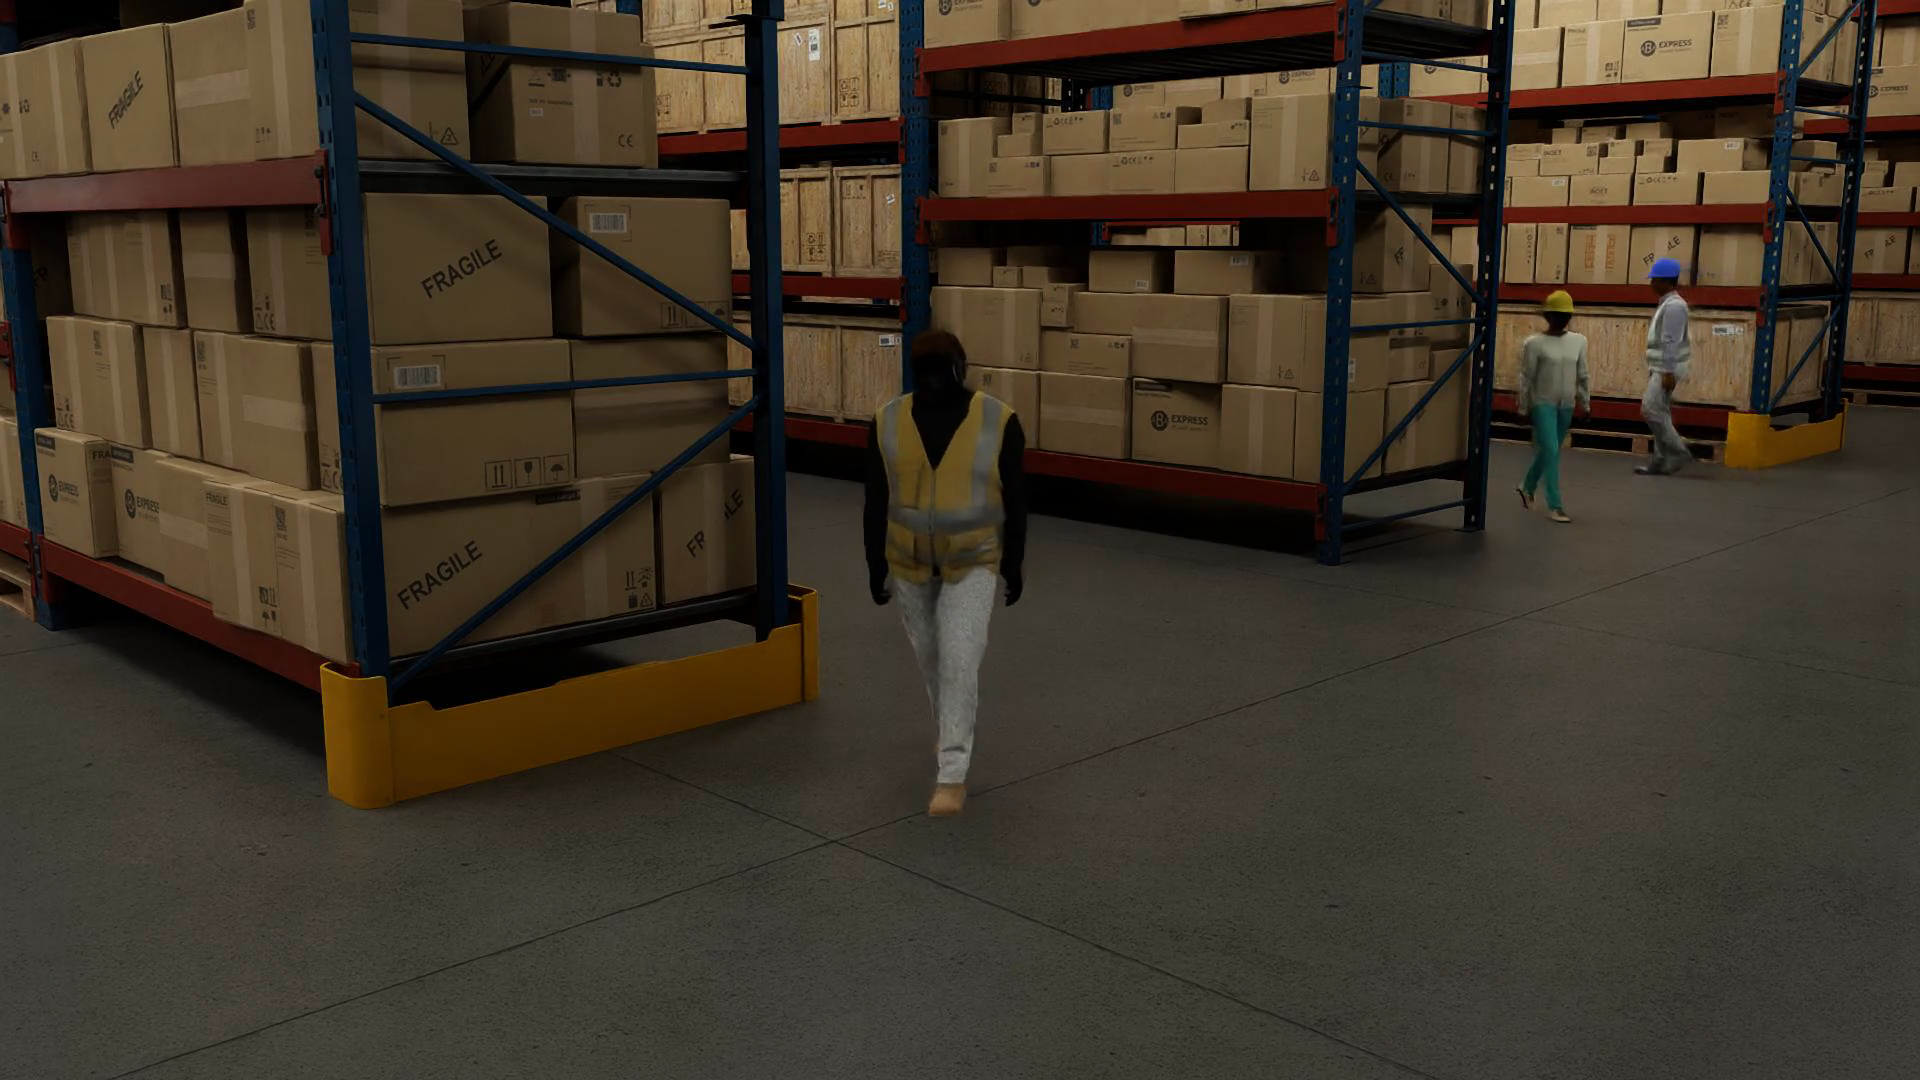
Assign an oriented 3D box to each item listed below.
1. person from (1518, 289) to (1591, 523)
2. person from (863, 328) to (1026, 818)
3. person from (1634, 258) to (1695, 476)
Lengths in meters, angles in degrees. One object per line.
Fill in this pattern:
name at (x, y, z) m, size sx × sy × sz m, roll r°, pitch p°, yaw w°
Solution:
person at (4.488, -1.038, 12.653) m, size 0.528 × 1.734 × 0.837 m, roll -3°, pitch 11°, yaw -14°
person at (-0.057, 0.070, 6.458) m, size 0.624 × 1.798 × 0.970 m, roll 2°, pitch 11°, yaw 12°
person at (6.195, -1.509, 14.662) m, size 0.429 × 1.931 × 0.635 m, roll 3°, pitch 11°, yaw 14°
